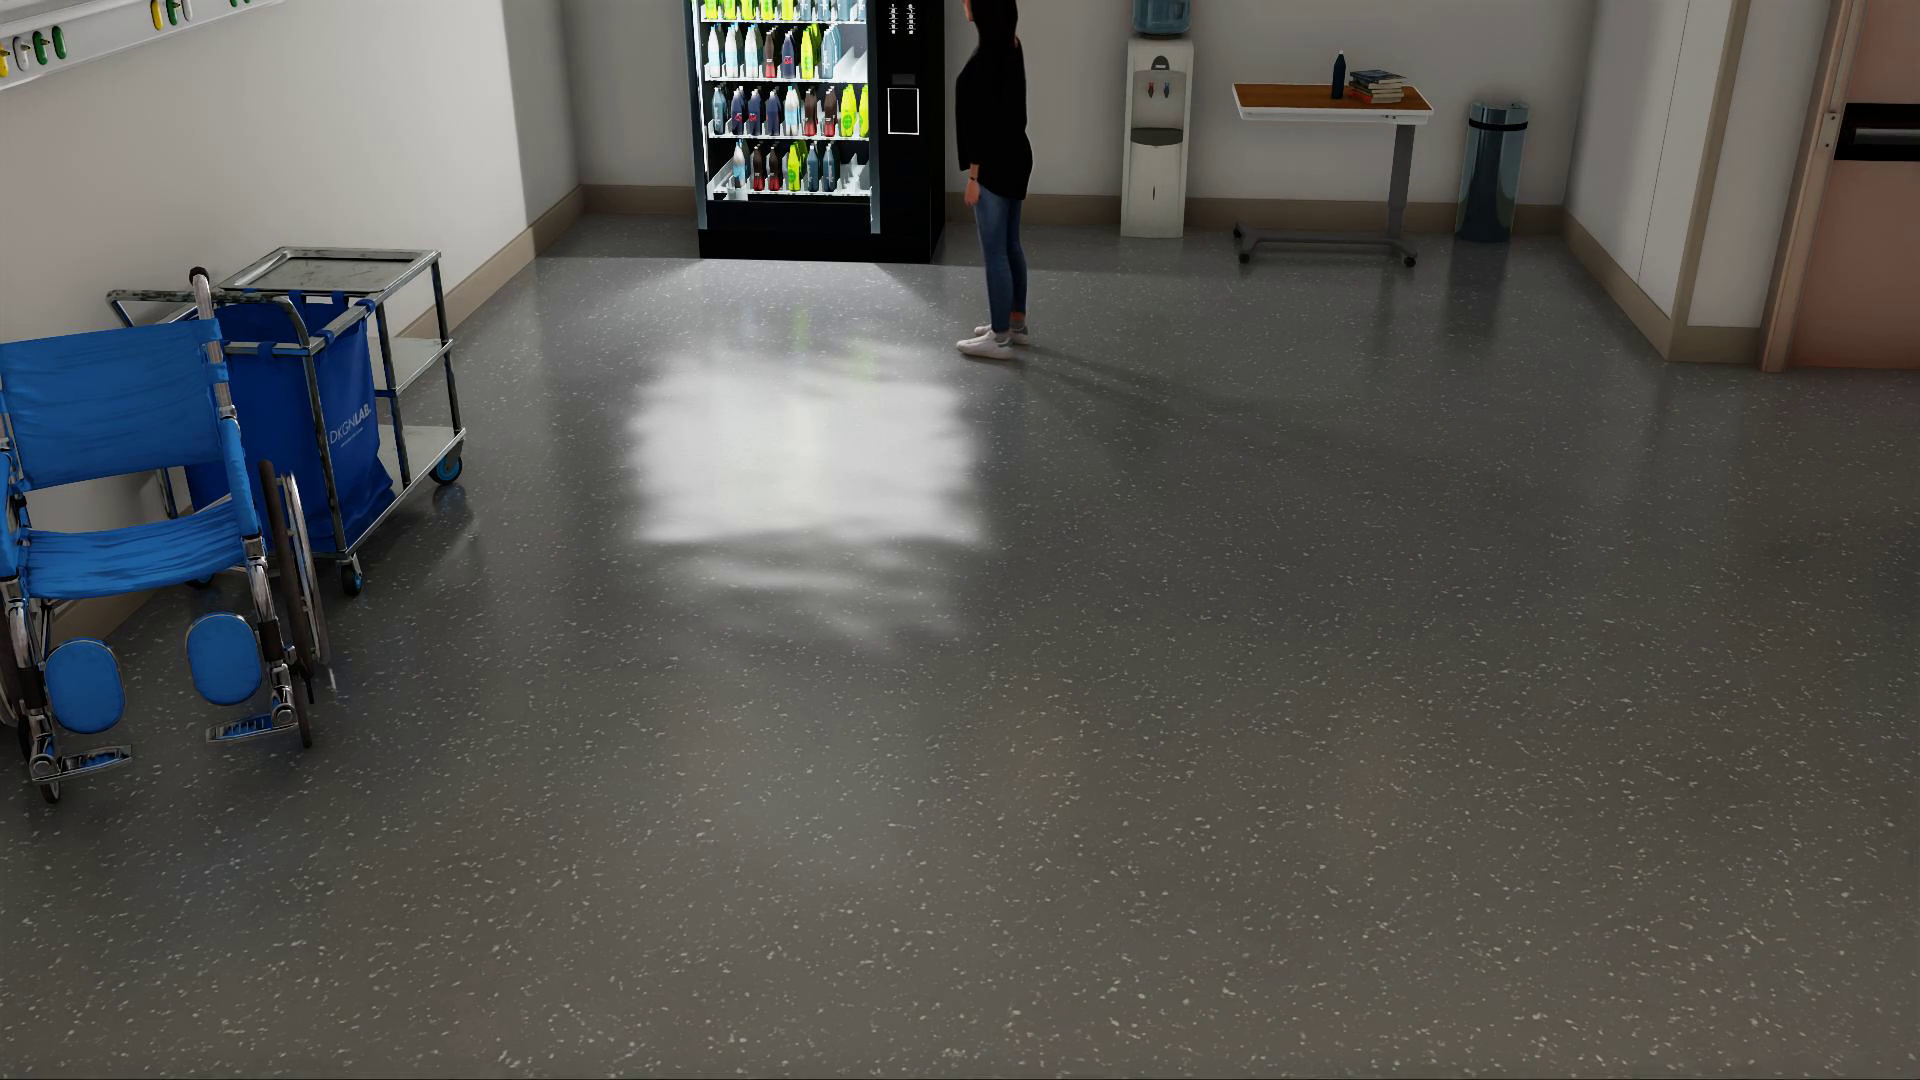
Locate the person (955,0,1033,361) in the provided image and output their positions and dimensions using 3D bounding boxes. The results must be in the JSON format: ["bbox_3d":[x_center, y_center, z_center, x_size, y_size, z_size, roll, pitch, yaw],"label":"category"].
[{"bbox_3d":[0.170,-1.600,7.084,0.584,1.645,0.589,8,27,16],"label":"person"}]
